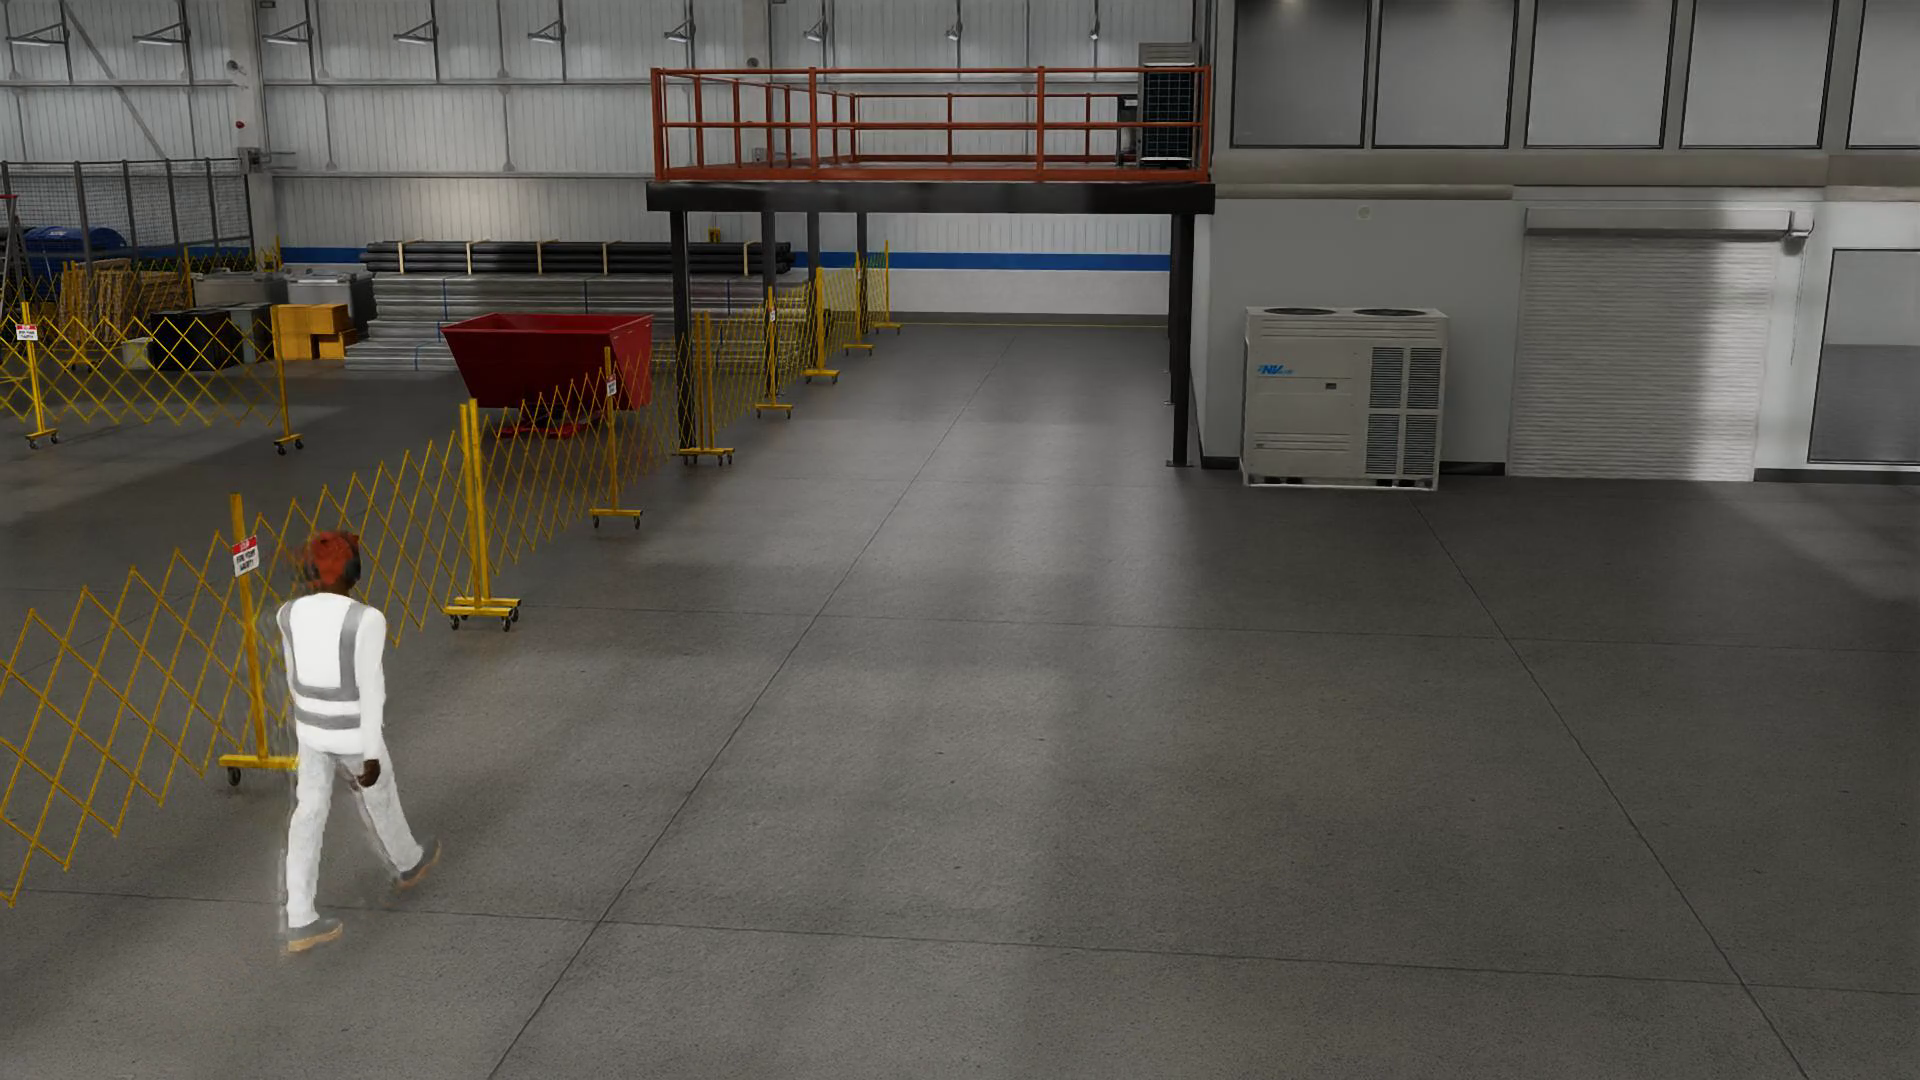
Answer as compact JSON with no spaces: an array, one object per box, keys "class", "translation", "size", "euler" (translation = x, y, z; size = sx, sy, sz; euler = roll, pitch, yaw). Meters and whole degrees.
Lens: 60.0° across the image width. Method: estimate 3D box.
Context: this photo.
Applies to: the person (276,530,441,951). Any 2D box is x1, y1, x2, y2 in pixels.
[{"class":"person","translation":[-2.785,0.855,7.503],"size":[0.587,1.820,1.065],"euler":[4,14,16]}]
